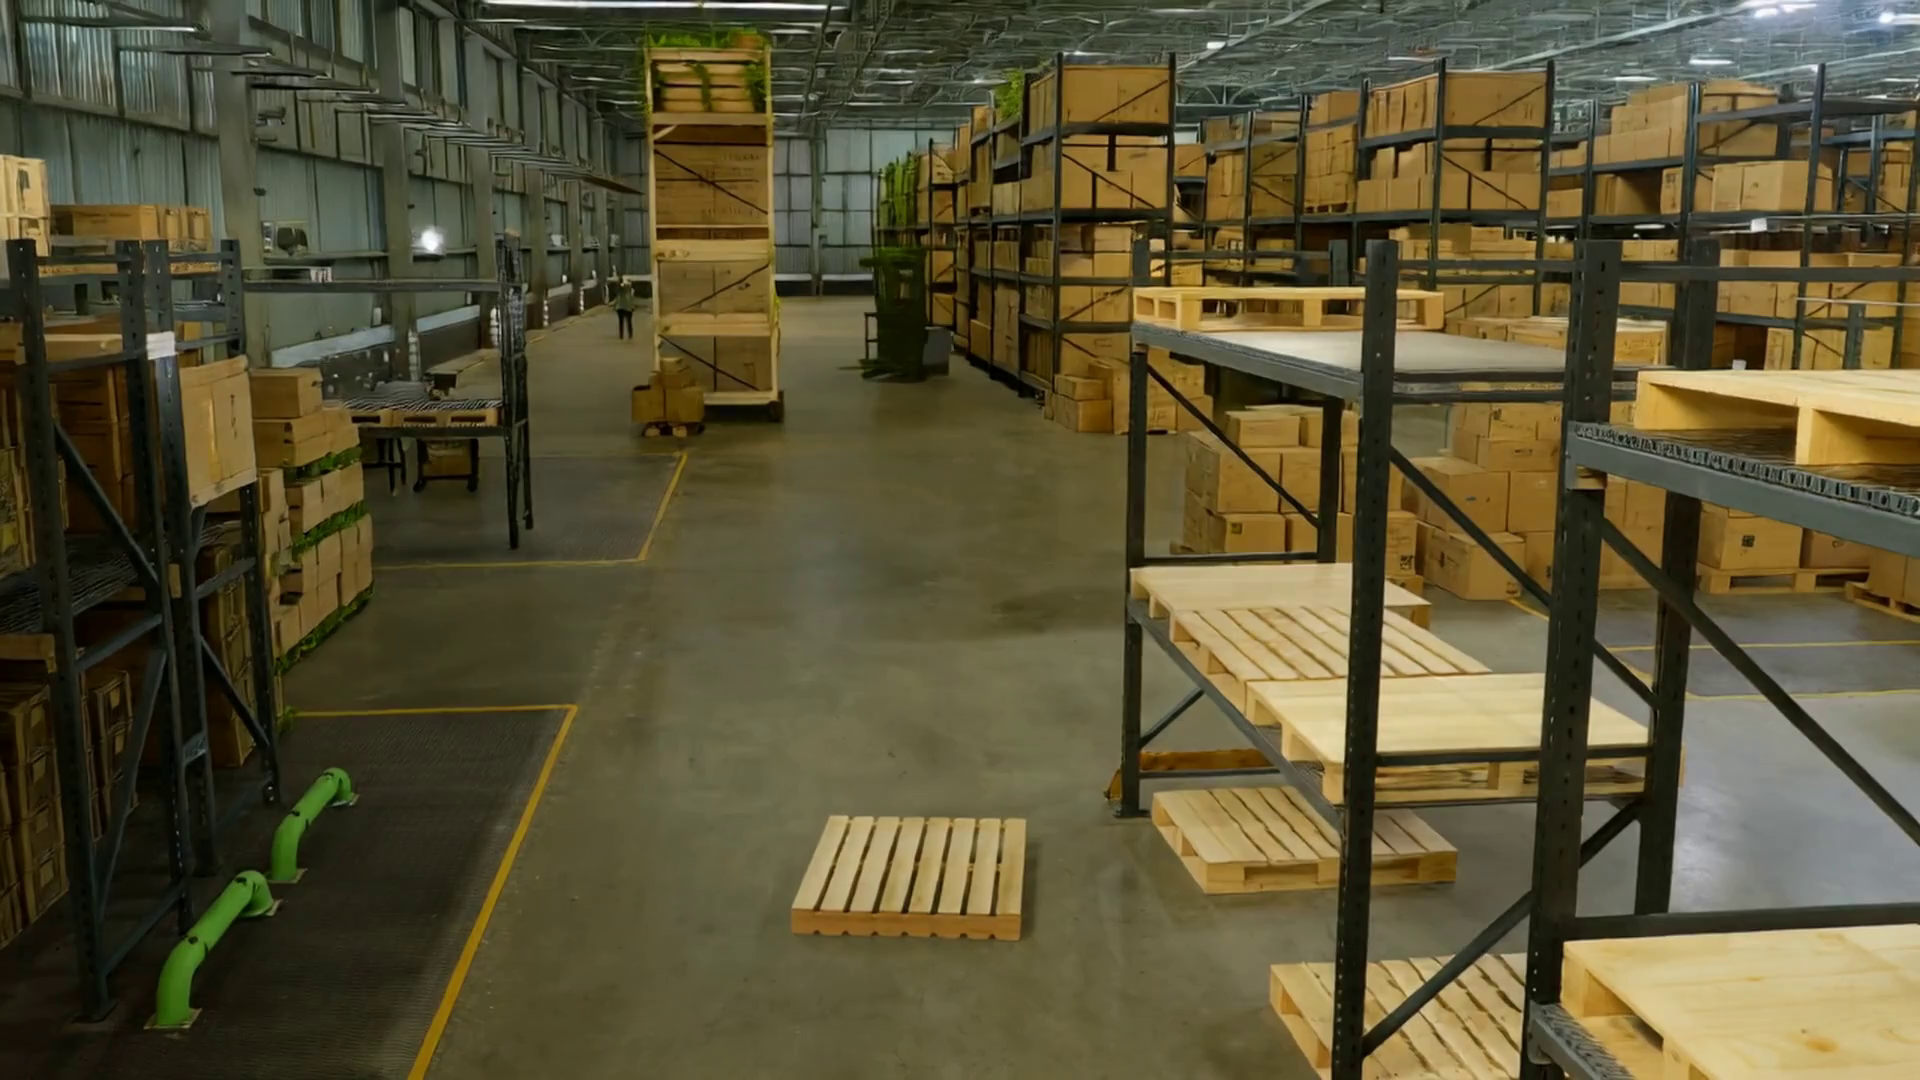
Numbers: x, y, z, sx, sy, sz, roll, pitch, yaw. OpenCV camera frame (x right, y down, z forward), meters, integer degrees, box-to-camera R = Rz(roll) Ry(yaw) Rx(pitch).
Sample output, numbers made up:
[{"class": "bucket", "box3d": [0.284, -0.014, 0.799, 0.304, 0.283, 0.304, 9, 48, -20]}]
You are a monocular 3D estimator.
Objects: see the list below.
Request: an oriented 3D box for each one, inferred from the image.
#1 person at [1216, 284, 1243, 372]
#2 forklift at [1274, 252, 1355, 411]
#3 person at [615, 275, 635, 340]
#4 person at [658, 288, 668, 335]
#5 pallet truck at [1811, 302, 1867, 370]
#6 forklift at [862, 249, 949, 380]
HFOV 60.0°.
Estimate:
[{"class": "person", "box3d": [6.226, -4.864, 38.269, 0.610, 2.010, 0.840, -1, 10, -5]}, {"class": "forklift", "box3d": [6.315, -3.606, 28.912, 1.129, 2.768, 1.873, -1, 10, -6]}, {"class": "person", "box3d": [-10.214, -7.091, 50.719, 0.624, 1.990, 0.399, -5, 12, -27]}, {"class": "person", "box3d": [-9.033, -7.104, 51.030, 0.601, 1.901, 0.443, -5, 11, -24]}, {"class": "pallet truck", "box3d": [15.846, -3.142, 28.793, 1.885, 1.965, 0.823, 2, 10, 12]}, {"class": "forklift", "box3d": [-1.155, -4.965, 36.445, 1.129, 2.768, 1.873, 7, 12, 34]}]
